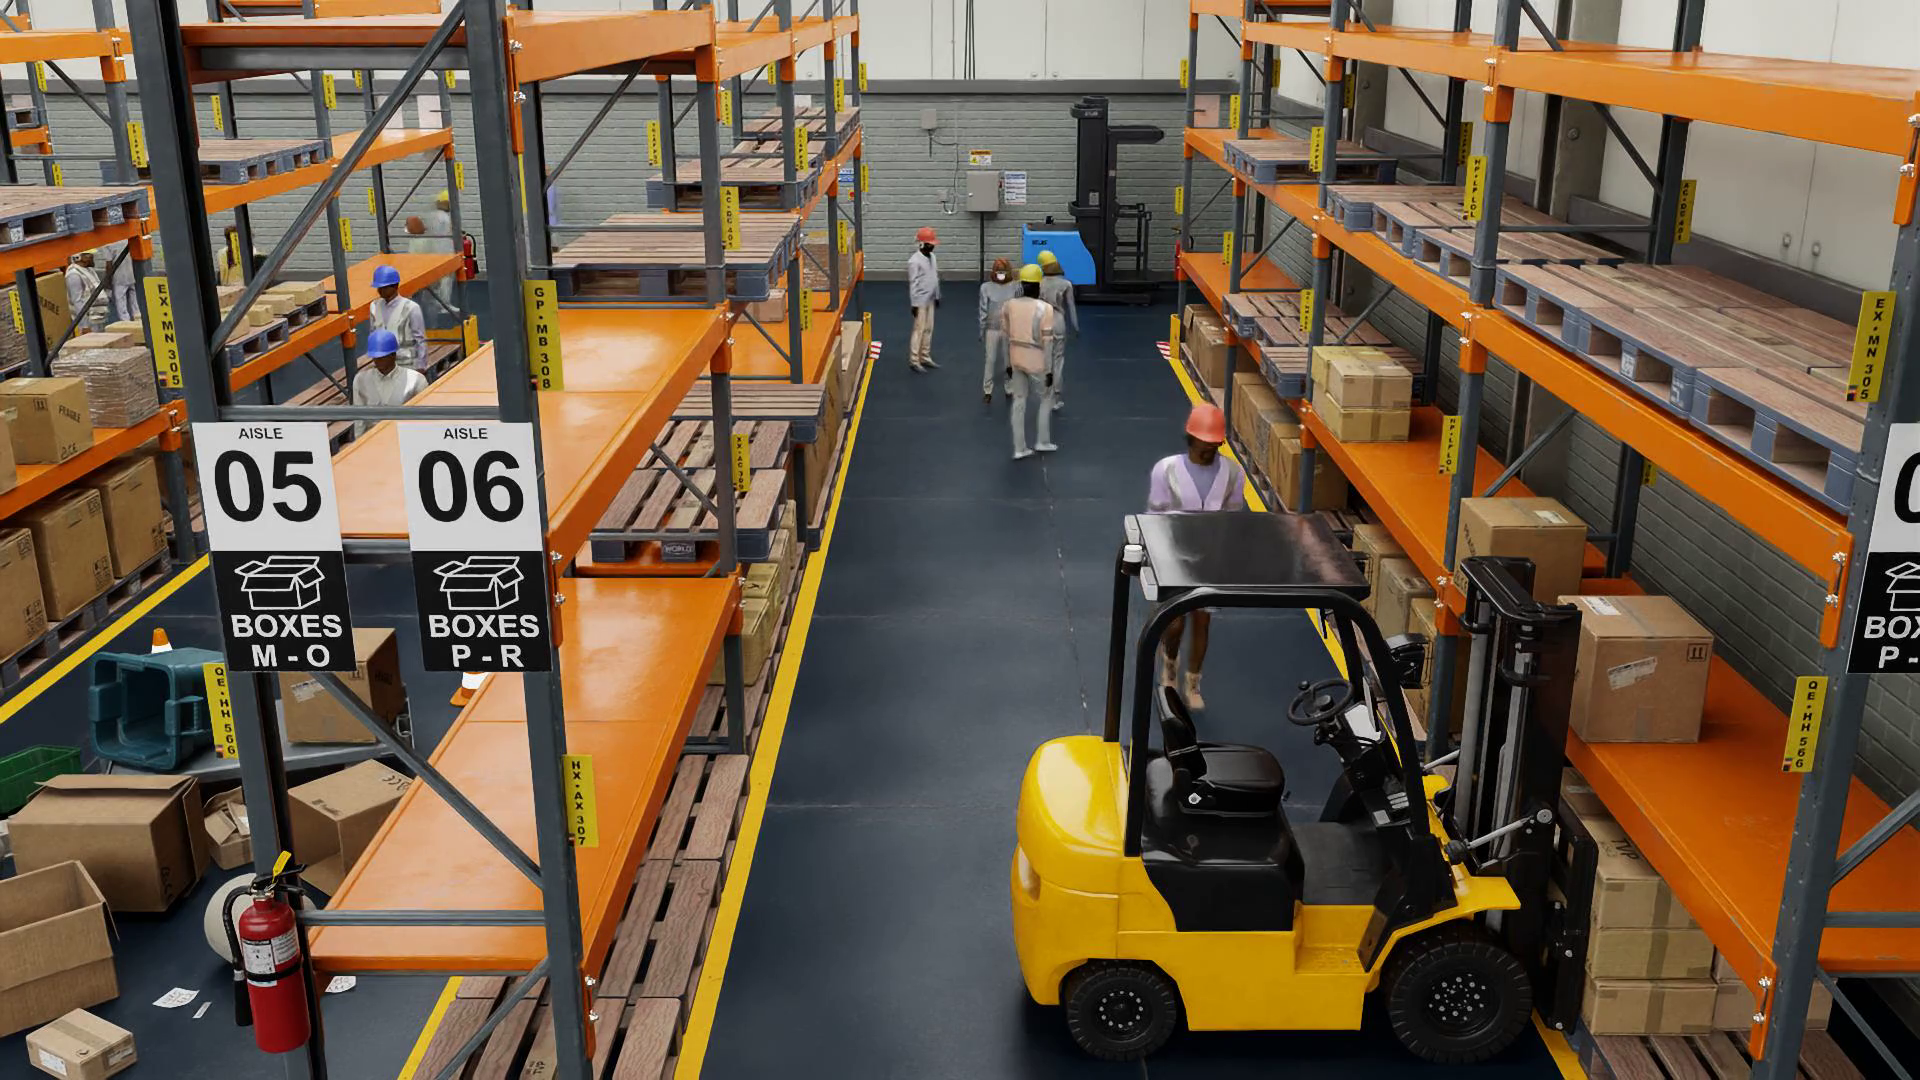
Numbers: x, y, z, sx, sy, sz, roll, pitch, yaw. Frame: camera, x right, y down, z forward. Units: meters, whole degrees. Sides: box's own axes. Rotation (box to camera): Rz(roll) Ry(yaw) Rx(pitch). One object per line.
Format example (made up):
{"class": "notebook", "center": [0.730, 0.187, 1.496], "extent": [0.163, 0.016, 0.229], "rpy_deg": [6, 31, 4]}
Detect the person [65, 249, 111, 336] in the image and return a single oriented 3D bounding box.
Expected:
{"class": "person", "center": [-9.732, -2.481, 18.637], "extent": [0.404, 1.829, 0.600], "rpy_deg": [-4, 19, -13]}

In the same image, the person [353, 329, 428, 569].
{"class": "person", "center": [-4.447, -0.709, 13.101], "extent": [0.615, 1.942, 0.407], "rpy_deg": [-1, 18, -2]}

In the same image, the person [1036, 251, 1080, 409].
{"class": "person", "center": [1.033, -2.348, 18.420], "extent": [0.561, 1.698, 0.780], "rpy_deg": [2, 18, 5]}

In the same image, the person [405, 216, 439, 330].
{"class": "person", "center": [-7.154, -3.439, 21.853], "extent": [0.520, 1.612, 0.531], "rpy_deg": [-12, 22, -32]}

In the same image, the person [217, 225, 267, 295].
{"class": "person", "center": [-8.447, -2.828, 19.695], "extent": [0.644, 1.827, 0.578], "rpy_deg": [7, 19, 19]}

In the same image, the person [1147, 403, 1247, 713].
{"class": "person", "center": [1.478, 0.127, 10.440], "extent": [0.644, 2.026, 0.421], "rpy_deg": [-3, 18, -8]}

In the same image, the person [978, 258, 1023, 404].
{"class": "person", "center": [0.455, -2.316, 18.450], "extent": [0.507, 1.631, 0.271], "rpy_deg": [-1, 18, -3]}

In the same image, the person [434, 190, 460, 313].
{"class": "person", "center": [-7.312, -4.109, 23.699], "extent": [0.398, 1.731, 0.528], "rpy_deg": [-12, 22, -33]}

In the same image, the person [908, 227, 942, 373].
{"class": "person", "center": [-0.410, -2.893, 20.026], "extent": [0.356, 1.741, 0.588], "rpy_deg": [9, 20, 24]}

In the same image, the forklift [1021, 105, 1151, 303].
{"class": "forklift", "center": [1.857, -4.944, 24.441], "extent": [1.873, 2.768, 1.129], "rpy_deg": [0, 18, 0]}

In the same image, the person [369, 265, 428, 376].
{"class": "person", "center": [-5.427, -1.692, 16.072], "extent": [0.615, 1.942, 0.407], "rpy_deg": [7, 20, 20]}

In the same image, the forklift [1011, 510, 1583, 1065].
{"class": "forklift", "center": [1.387, 1.055, 7.378], "extent": [2.313, 2.155, 1.214], "rpy_deg": [0, 18, 0]}

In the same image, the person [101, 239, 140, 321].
{"class": "person", "center": [-10.413, -3.166, 20.646], "extent": [0.328, 1.874, 0.517], "rpy_deg": [5, 19, 16]}

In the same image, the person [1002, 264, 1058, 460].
{"class": "person", "center": [0.727, -1.756, 16.320], "extent": [0.628, 1.904, 0.695], "rpy_deg": [12, 22, 33]}
